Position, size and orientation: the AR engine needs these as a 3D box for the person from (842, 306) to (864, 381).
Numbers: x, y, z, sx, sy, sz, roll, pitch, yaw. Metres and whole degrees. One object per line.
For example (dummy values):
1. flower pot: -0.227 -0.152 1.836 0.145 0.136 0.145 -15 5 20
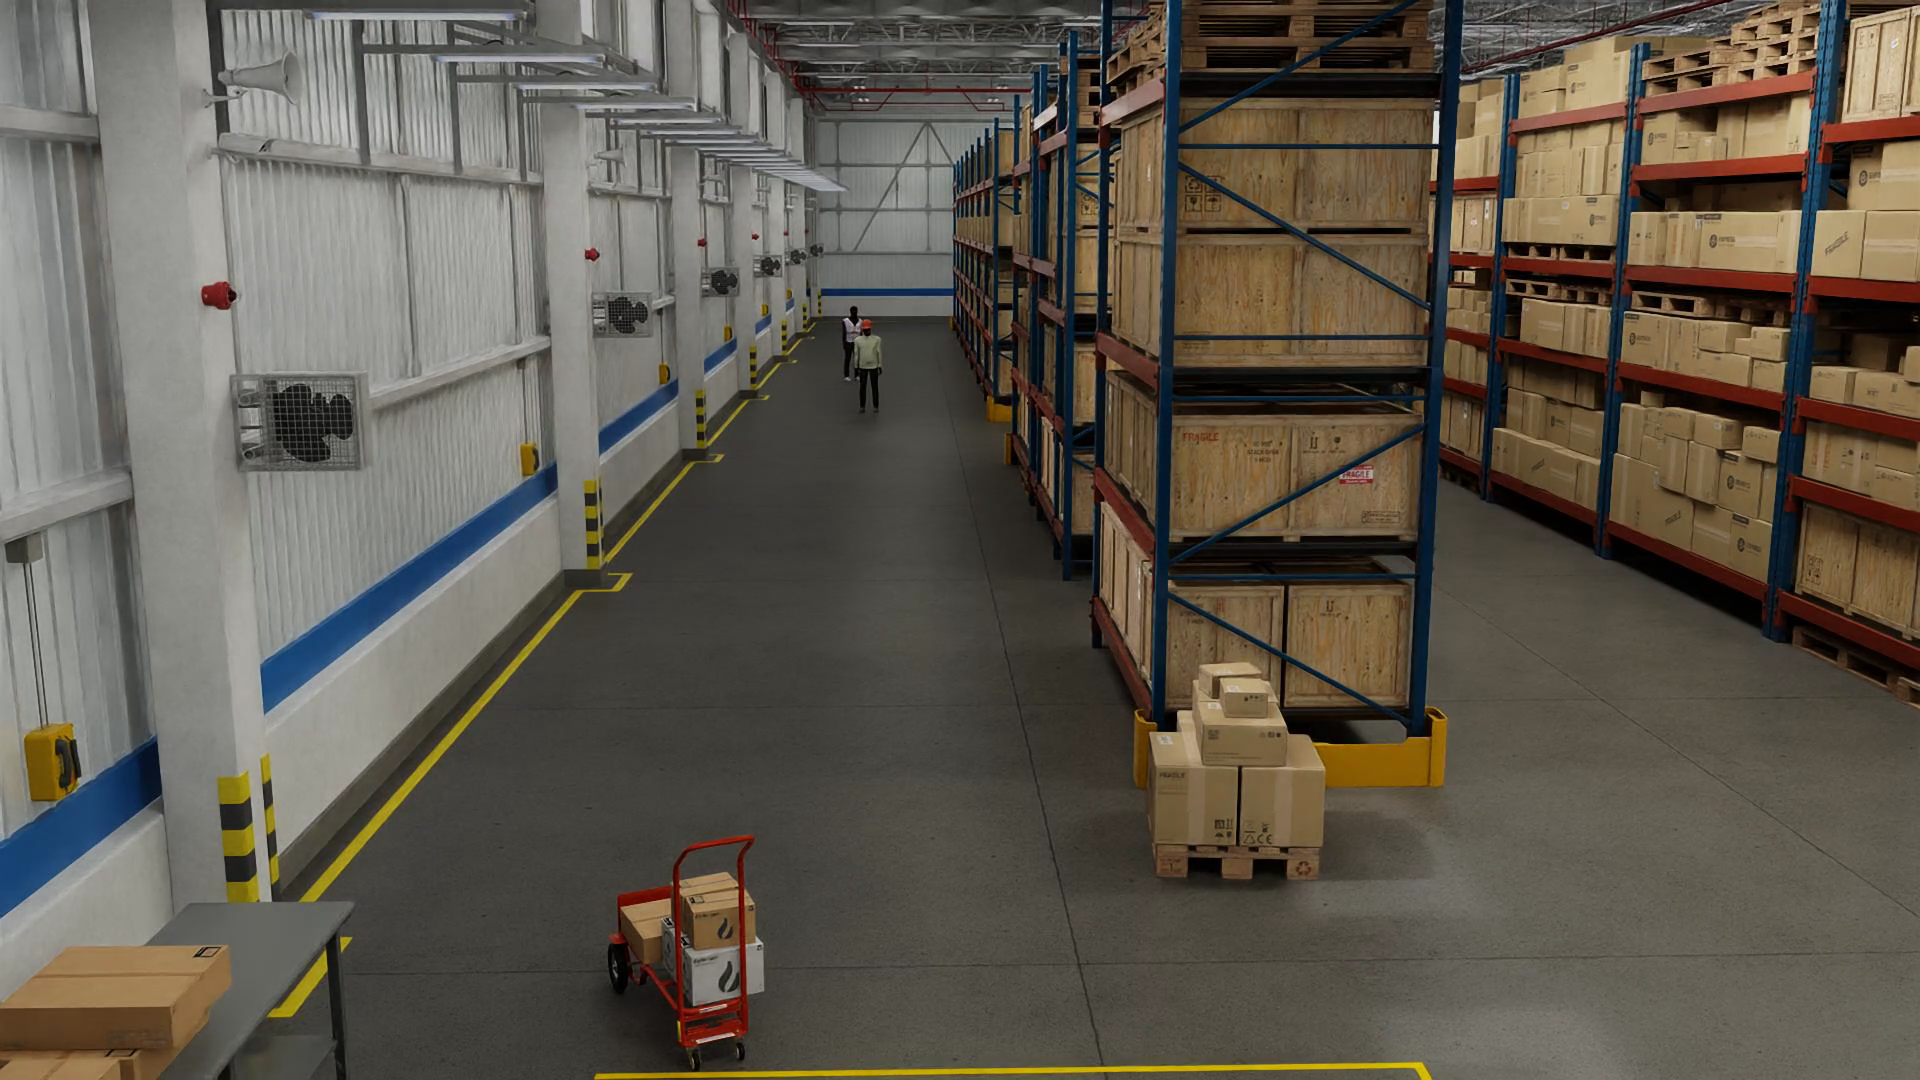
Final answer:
1. person: -2.735 -5.024 42.532 0.597 1.910 0.384 -5 12 -26

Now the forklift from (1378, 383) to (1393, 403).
1. forklift: 5.387 -1.664 22.509 1.129 2.768 1.873 0 11 -2

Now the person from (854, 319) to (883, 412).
1. person: -1.961 -3.707 35.478 0.618 1.989 0.401 0 11 1
